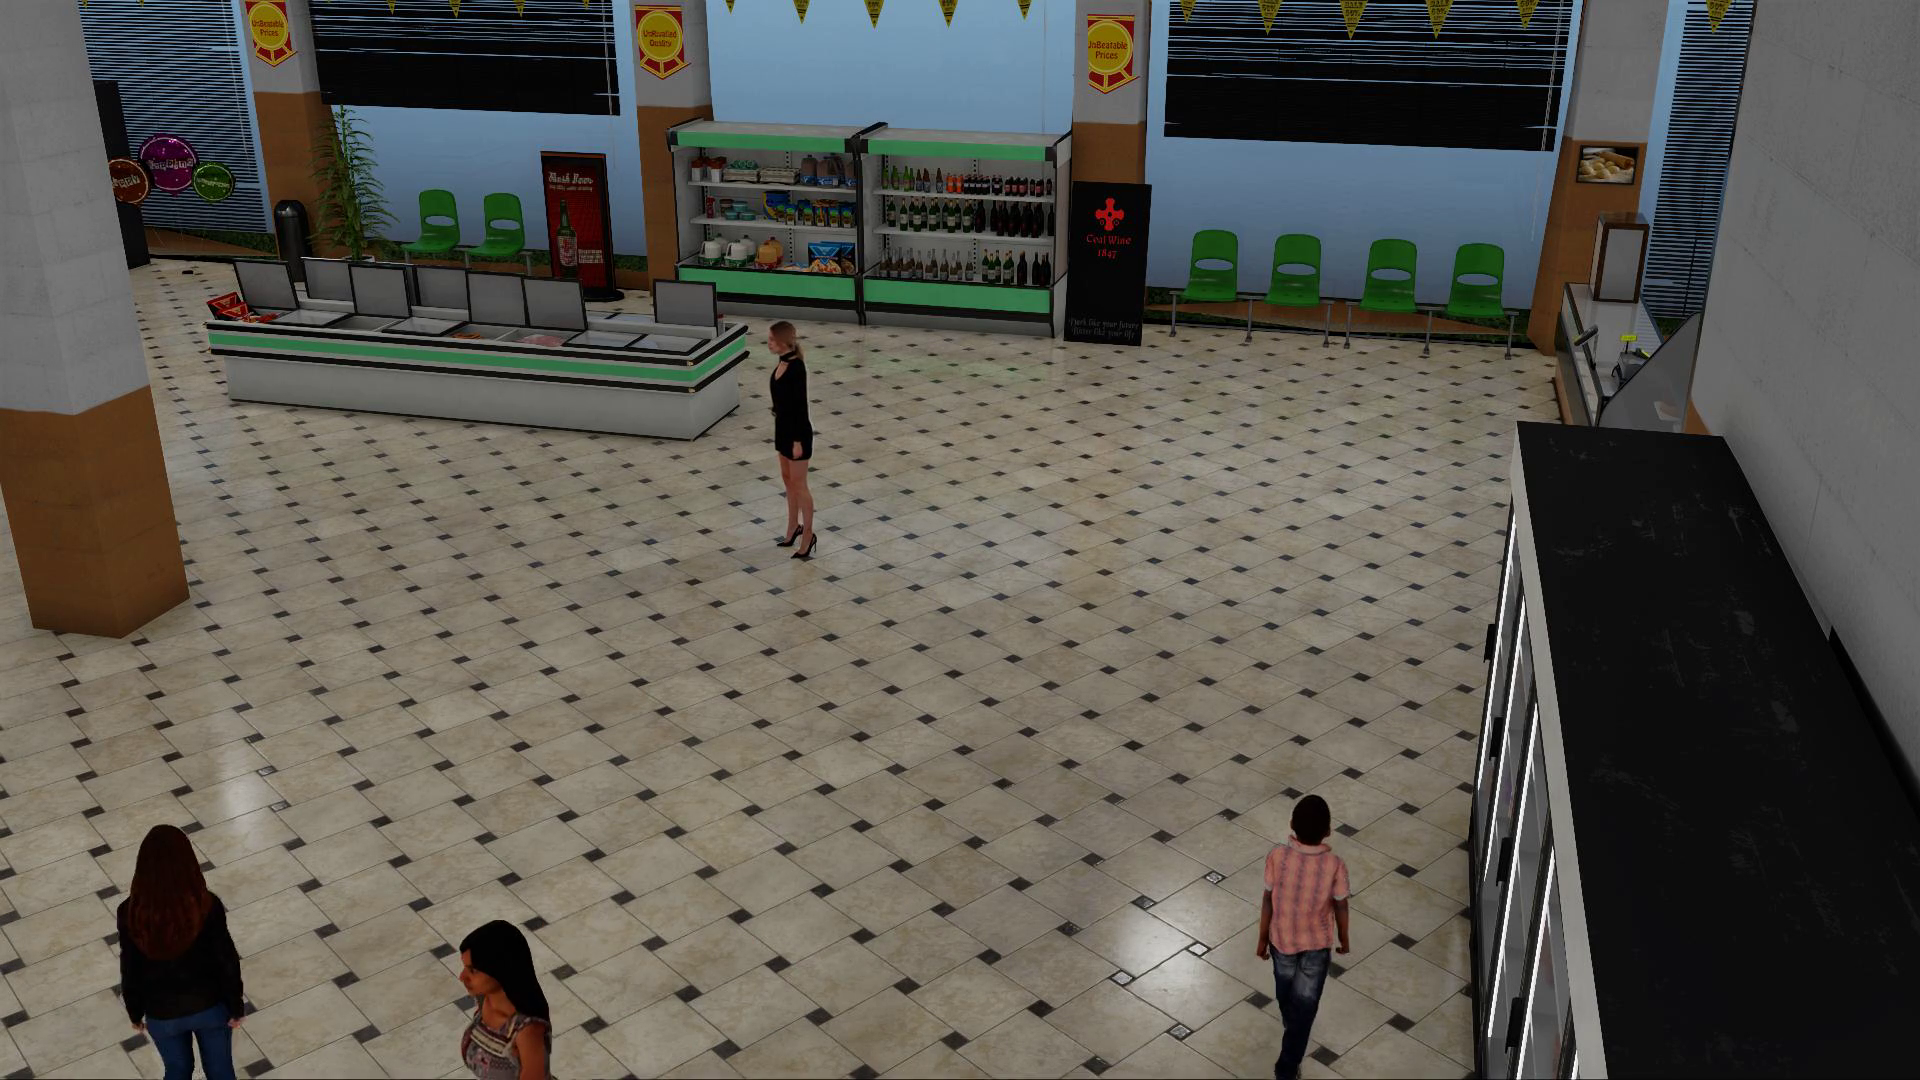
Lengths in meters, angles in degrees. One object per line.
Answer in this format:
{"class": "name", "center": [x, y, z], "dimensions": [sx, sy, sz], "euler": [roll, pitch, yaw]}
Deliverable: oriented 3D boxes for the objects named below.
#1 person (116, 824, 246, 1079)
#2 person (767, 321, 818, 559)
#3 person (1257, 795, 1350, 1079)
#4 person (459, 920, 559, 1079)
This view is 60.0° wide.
{"class": "person", "center": [-2.928, 1.781, 6.253], "dimensions": [0.783, 1.472, 0.814], "euler": [-4, 22, -10]}
{"class": "person", "center": [-1.227, -0.737, 12.124], "dimensions": [0.709, 1.767, 0.661], "euler": [-11, 24, -24]}
{"class": "person", "center": [1.385, 1.669, 6.799], "dimensions": [0.852, 1.273, 0.616], "euler": [8, 23, 18]}
{"class": "person", "center": [-1.378, 1.965, 5.614], "dimensions": [1.104, 1.607, 1.029], "euler": [20, 29, 40]}
